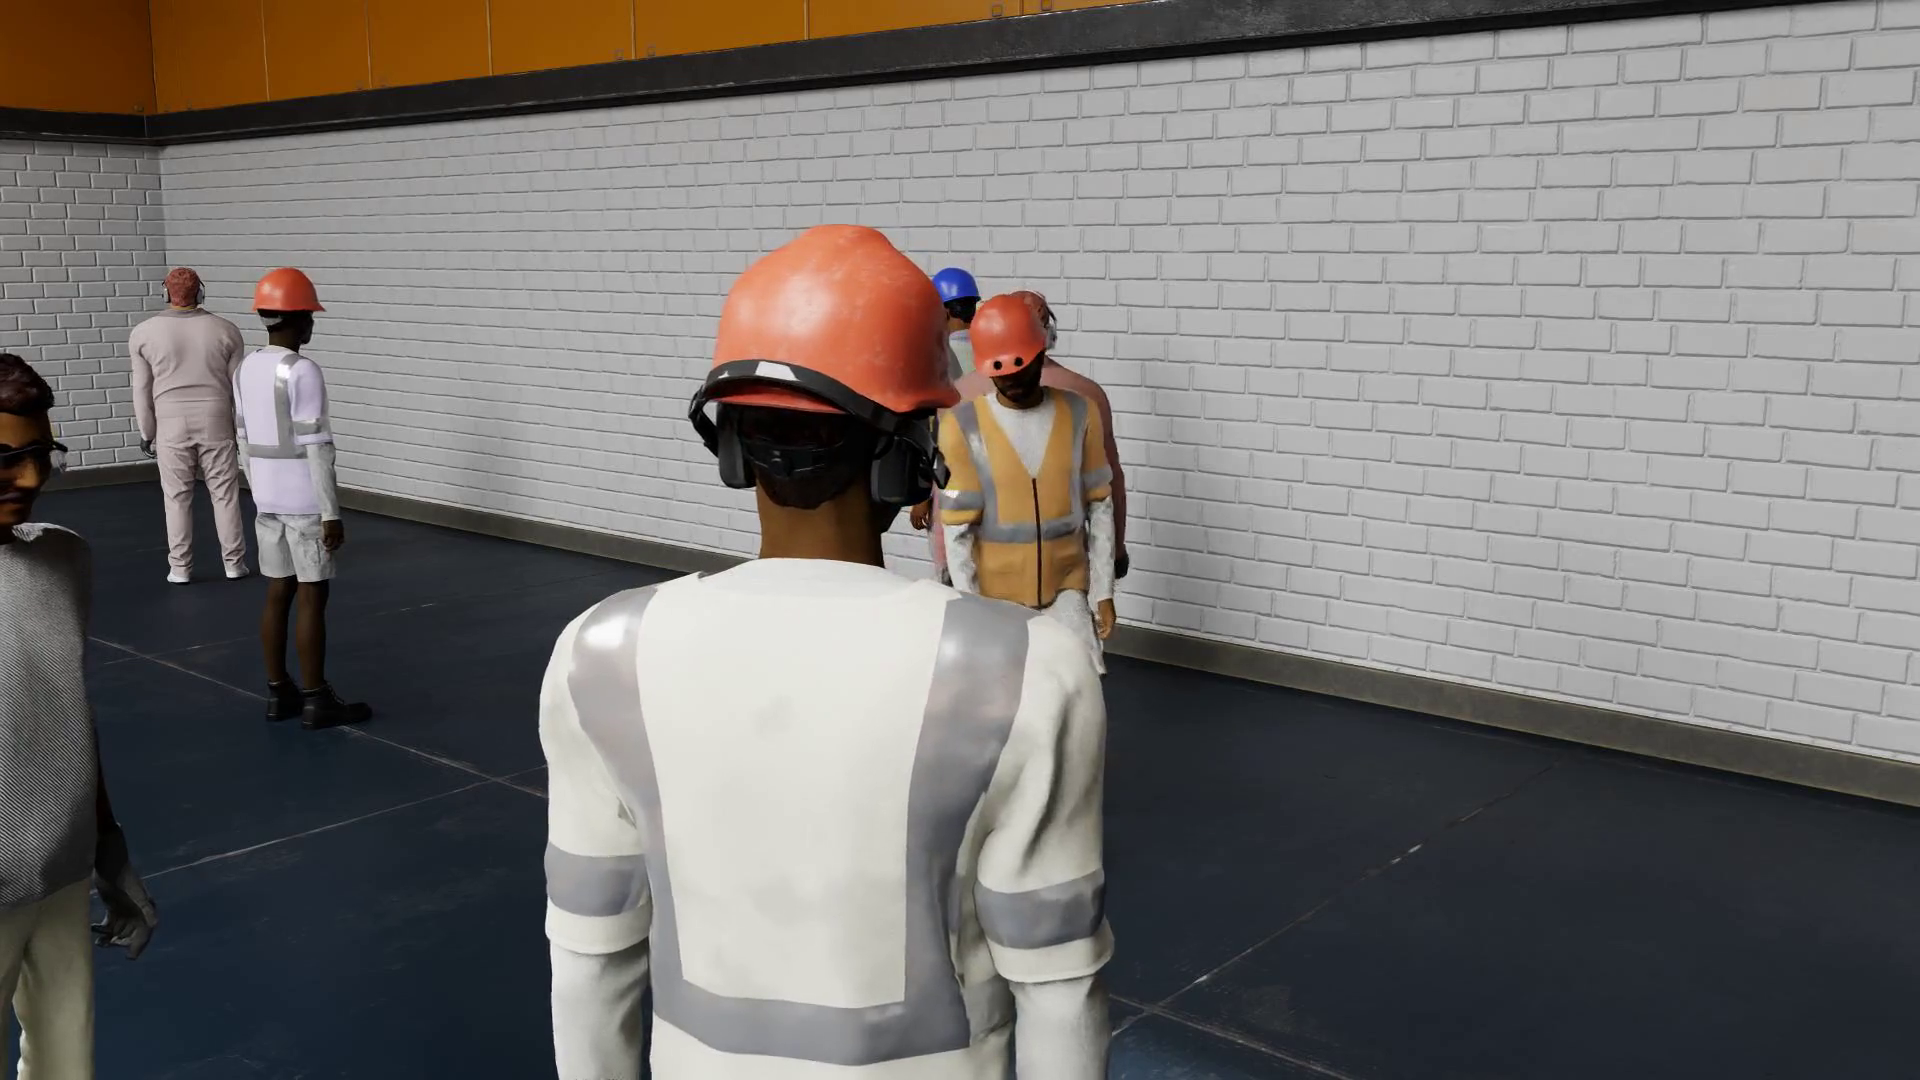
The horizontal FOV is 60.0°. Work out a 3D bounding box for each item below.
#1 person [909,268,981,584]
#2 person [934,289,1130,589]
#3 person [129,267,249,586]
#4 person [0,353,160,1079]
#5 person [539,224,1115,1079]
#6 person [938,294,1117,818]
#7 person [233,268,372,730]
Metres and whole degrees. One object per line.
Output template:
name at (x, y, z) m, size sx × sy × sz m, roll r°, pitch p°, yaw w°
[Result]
person at (0.010, -0.249, 7.498) m, size 0.614 × 1.933 × 0.415 m, roll -10°, pitch 14°, yaw -44°
person at (0.279, 0.028, 6.101) m, size 0.662 × 1.870 × 0.791 m, roll 4°, pitch 11°, yaw 20°
person at (-4.618, -0.680, 10.034) m, size 0.641 × 1.908 × 0.407 m, roll -5°, pitch 11°, yaw -27°
person at (-1.595, 0.609, 2.819) m, size 0.329 × 1.865 × 0.515 m, roll 3°, pitch 10°, yaw 16°
person at (-0.134, 0.691, 1.837) m, size 0.608 × 2.045 × 0.392 m, roll 2°, pitch 10°, yaw 14°
person at (0.217, 0.175, 5.232) m, size 0.581 × 1.880 × 0.646 m, roll -2°, pitch 10°, yaw -11°
person at (-2.788, -0.167, 7.028) m, size 0.552 × 1.936 × 0.360 m, roll 7°, pitch 12°, yaw 35°
